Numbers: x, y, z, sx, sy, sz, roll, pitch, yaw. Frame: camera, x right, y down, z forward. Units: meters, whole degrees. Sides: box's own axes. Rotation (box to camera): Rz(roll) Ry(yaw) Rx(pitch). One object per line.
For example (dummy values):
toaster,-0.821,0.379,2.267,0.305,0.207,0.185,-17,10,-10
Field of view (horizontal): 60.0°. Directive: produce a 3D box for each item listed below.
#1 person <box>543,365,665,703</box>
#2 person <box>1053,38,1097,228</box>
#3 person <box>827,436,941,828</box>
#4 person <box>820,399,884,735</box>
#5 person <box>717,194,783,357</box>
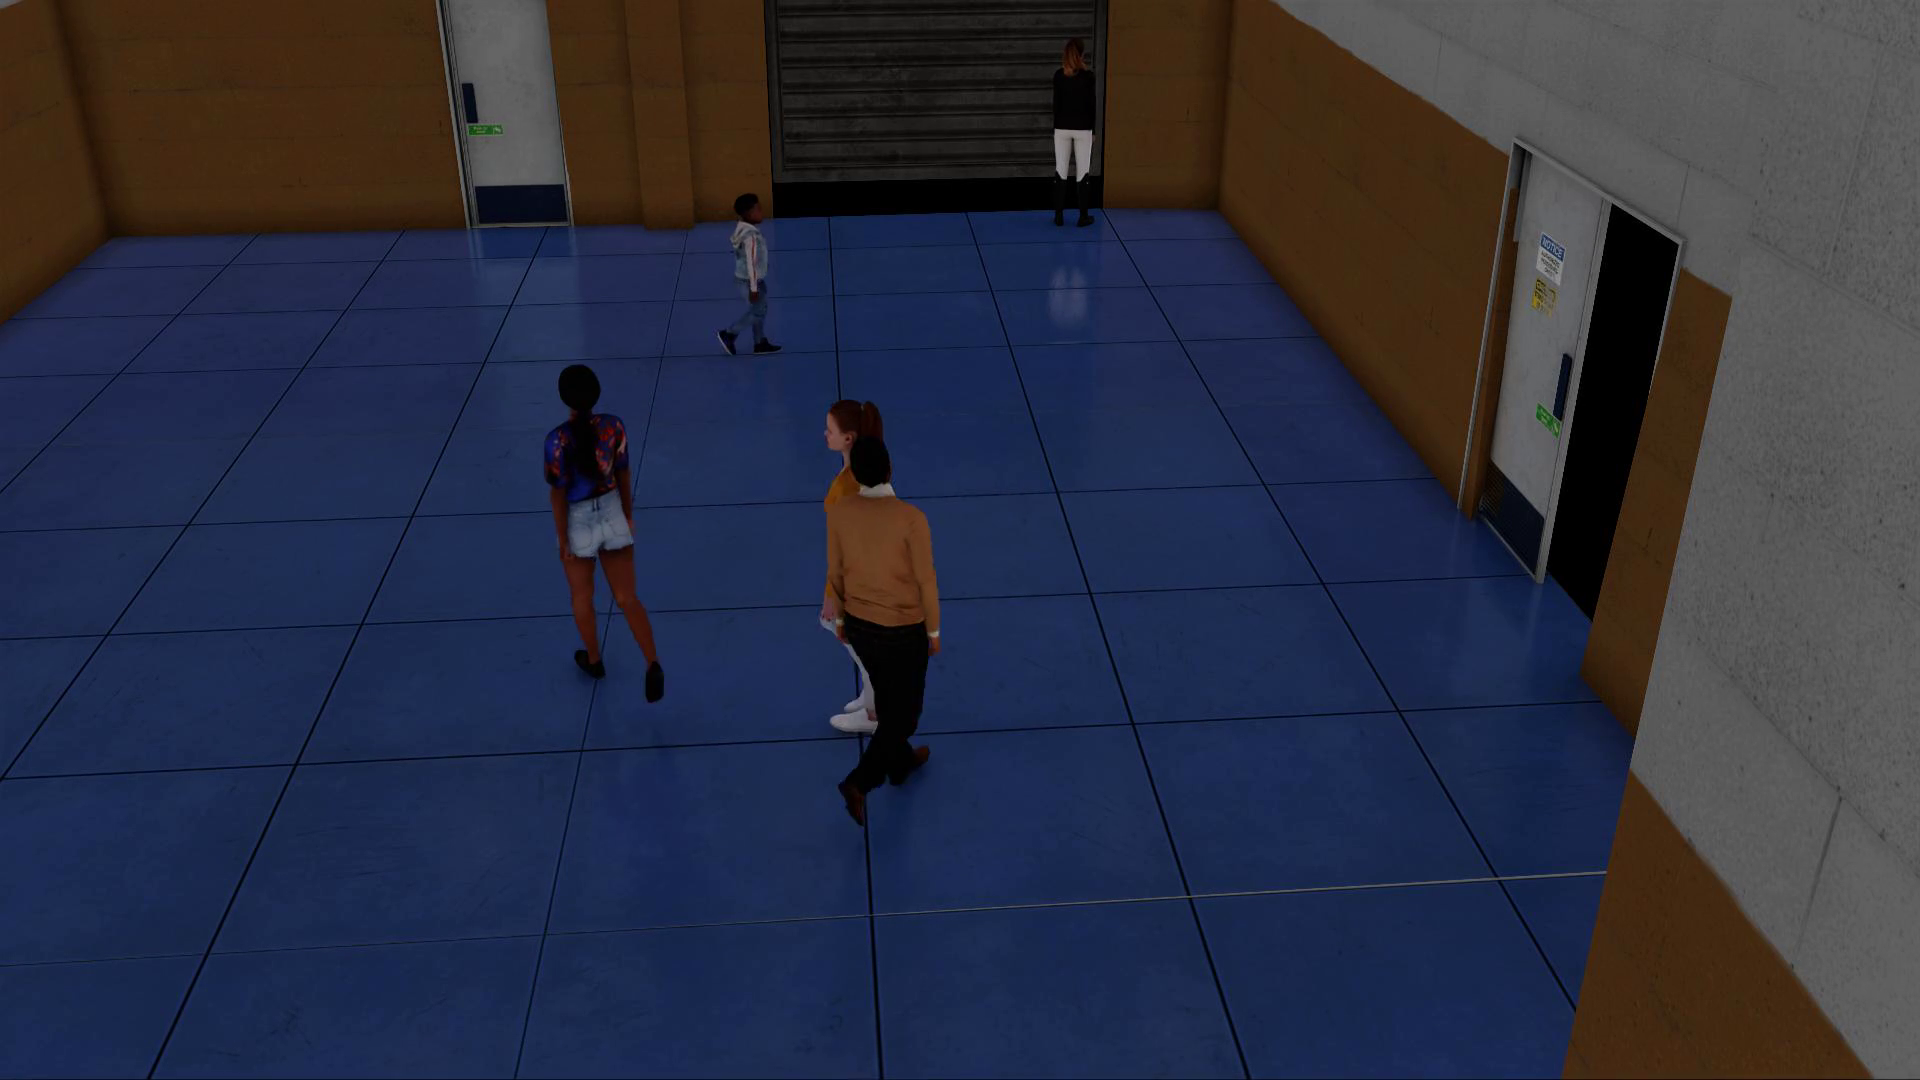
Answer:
person,-1.716,0.013,7.997,1.092,1.720,0.994,-17,32,-30
person,1.052,-3.771,15.431,0.582,1.729,0.690,6,28,12
person,-0.356,0.420,7.176,1.085,1.730,1.072,15,30,27
person,-0.383,0.157,7.692,0.660,1.739,0.681,4,27,7
person,-1.611,-1.960,12.407,0.744,1.250,0.543,-7,28,-13
